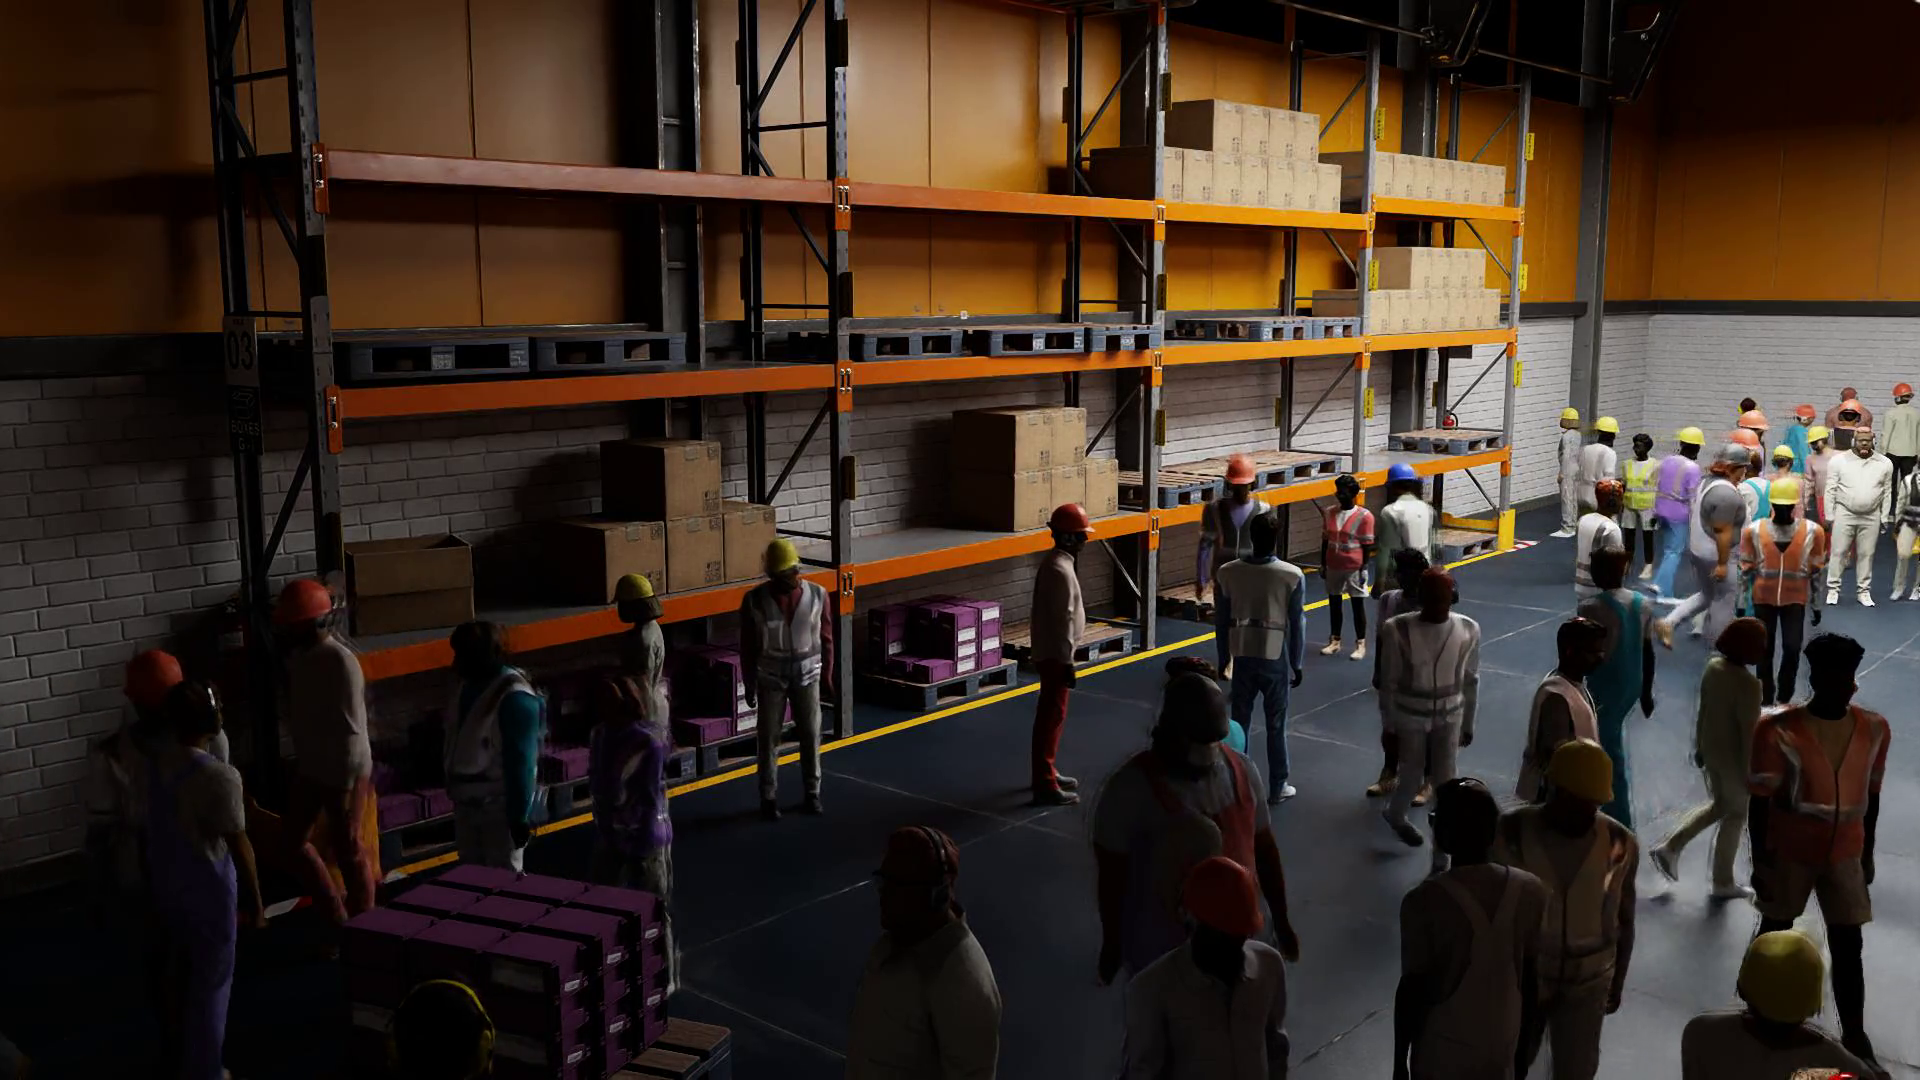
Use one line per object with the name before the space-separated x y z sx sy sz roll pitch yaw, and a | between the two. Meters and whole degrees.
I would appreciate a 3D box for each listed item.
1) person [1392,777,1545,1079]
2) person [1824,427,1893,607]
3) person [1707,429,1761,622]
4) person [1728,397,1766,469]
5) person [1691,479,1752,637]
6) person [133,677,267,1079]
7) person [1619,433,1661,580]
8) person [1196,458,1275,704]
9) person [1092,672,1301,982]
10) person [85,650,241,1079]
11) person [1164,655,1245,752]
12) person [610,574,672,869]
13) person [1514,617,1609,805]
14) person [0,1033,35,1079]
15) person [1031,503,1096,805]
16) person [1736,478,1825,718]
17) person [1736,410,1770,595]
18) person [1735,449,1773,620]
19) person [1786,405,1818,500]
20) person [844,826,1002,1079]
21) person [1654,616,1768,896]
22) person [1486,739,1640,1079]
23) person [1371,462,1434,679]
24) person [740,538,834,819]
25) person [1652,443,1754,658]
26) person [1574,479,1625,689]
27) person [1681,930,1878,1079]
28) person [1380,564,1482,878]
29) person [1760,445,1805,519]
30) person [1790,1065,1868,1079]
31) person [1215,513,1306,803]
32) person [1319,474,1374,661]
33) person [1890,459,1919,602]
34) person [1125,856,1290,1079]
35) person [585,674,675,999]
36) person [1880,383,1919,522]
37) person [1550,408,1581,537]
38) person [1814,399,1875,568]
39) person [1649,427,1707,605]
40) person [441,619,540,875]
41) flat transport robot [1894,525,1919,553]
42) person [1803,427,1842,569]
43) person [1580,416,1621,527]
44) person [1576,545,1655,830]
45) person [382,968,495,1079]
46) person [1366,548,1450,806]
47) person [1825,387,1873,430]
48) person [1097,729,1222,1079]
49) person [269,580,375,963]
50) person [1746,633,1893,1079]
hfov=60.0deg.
person | 1.642 1.675 5.446 0.505 1.839 0.344 -2 9 -13
person | 9.491 -0.246 17.594 0.649 1.907 0.409 2 9 15
person | 7.793 -0.134 16.679 0.610 1.970 0.451 -6 11 -35
person | 10.822 -1.037 22.922 0.513 1.848 0.672 3 9 16
person | 7.244 0.174 15.815 0.532 1.610 0.490 4 10 25
person | -3.087 1.461 6.844 0.536 1.827 0.491 4 9 22
person | 7.841 -0.389 19.187 0.317 1.696 0.540 -6 11 -36
person | 2.300 0.293 13.905 0.628 1.992 1.089 2 9 10
person | 0.927 1.449 6.233 0.711 2.000 0.778 -6 11 -33
person | -3.316 1.400 6.940 0.582 1.922 0.518 -5 10 -29
person | 1.017 1.407 7.134 0.376 1.841 0.572 7 11 39
person | -1.876 1.054 9.785 0.324 1.729 0.490 -1 9 -9
person | 2.880 1.273 8.014 0.391 1.838 0.563 4 10 24
person | -4.108 1.507 6.614 0.743 1.822 0.466 5 10 32
person | 0.683 0.743 10.997 0.429 1.984 0.613 0 9 0
person | 6.364 0.473 12.940 0.603 1.909 0.533 5 10 28
person | 8.551 -0.390 18.088 0.615 2.041 0.378 -6 11 -34
person | 7.523 0.054 15.878 0.505 1.840 0.347 -4 10 -25
person | 11.663 -1.011 23.071 0.519 1.731 0.590 2 9 15
person | -0.131 1.741 4.768 0.407 1.913 0.641 -4 10 -22
person | 4.194 1.206 9.162 0.470 1.610 0.514 -1 9 -5
person | 2.219 1.575 6.249 0.579 1.787 0.891 2 9 12
person | 3.759 0.310 13.979 0.648 1.914 0.571 -7 11 -38
person | -1.099 0.877 10.657 0.600 1.818 0.406 -2 9 -13
person | 6.717 0.109 14.876 0.736 2.000 0.704 1 9 6
person | 5.083 0.448 13.227 0.357 1.880 0.566 -1 9 -6
person | 2.132 1.880 4.446 0.525 1.731 0.703 8 12 40
person | 2.689 1.018 9.621 0.590 1.856 0.693 1 9 4
person | 8.545 -0.103 17.268 0.438 1.733 0.693 -4 10 -27
person | 1.856 2.004 3.496 0.979 1.787 0.578 7 11 39
person | 1.972 0.776 10.962 0.590 1.920 0.398 4 10 23
person | 3.503 0.243 15.134 0.319 1.690 0.530 -8 12 -43
person | 10.222 -0.123 17.726 0.532 1.606 0.645 7 12 40
person | 0.766 1.787 5.016 0.554 1.743 0.348 -4 10 -25
person | -1.613 1.438 7.685 0.531 1.613 0.728 7 11 36
person | 13.464 -1.253 23.833 0.613 1.987 0.403 -1 9 -7
person | 8.171 -0.909 22.396 0.294 1.744 0.487 7 11 37
person | 10.624 -0.677 20.007 0.612 2.029 0.409 4 10 24
person | 7.611 -0.254 17.663 0.503 1.900 0.665 -2 9 -11
person | -2.223 1.271 8.072 0.638 1.828 0.631 8 12 42
flat transport robot | 12.394 -0.001 21.271 0.652 0.197 1.431 4 10 24
person | 10.317 -0.493 19.779 0.576 1.713 0.548 -4 10 -23
person | 7.279 -0.455 18.916 0.421 1.907 0.604 -2 9 -13
person | 3.968 0.928 10.305 0.504 1.816 0.709 -4 10 -22
person | -1.173 1.904 3.852 0.533 1.868 0.310 -3 9 -16
person | 2.942 0.892 10.927 0.316 1.695 0.542 -8 12 -42
person | 12.905 -1.277 24.257 0.644 1.905 0.400 2 9 13
person | 0.846 1.557 6.308 0.881 1.796 0.522 -6 10 -32
person | -3.191 1.162 8.305 0.651 1.968 0.536 8 12 41
person | 3.715 1.363 7.143 0.621 1.922 0.911 0 9 3
